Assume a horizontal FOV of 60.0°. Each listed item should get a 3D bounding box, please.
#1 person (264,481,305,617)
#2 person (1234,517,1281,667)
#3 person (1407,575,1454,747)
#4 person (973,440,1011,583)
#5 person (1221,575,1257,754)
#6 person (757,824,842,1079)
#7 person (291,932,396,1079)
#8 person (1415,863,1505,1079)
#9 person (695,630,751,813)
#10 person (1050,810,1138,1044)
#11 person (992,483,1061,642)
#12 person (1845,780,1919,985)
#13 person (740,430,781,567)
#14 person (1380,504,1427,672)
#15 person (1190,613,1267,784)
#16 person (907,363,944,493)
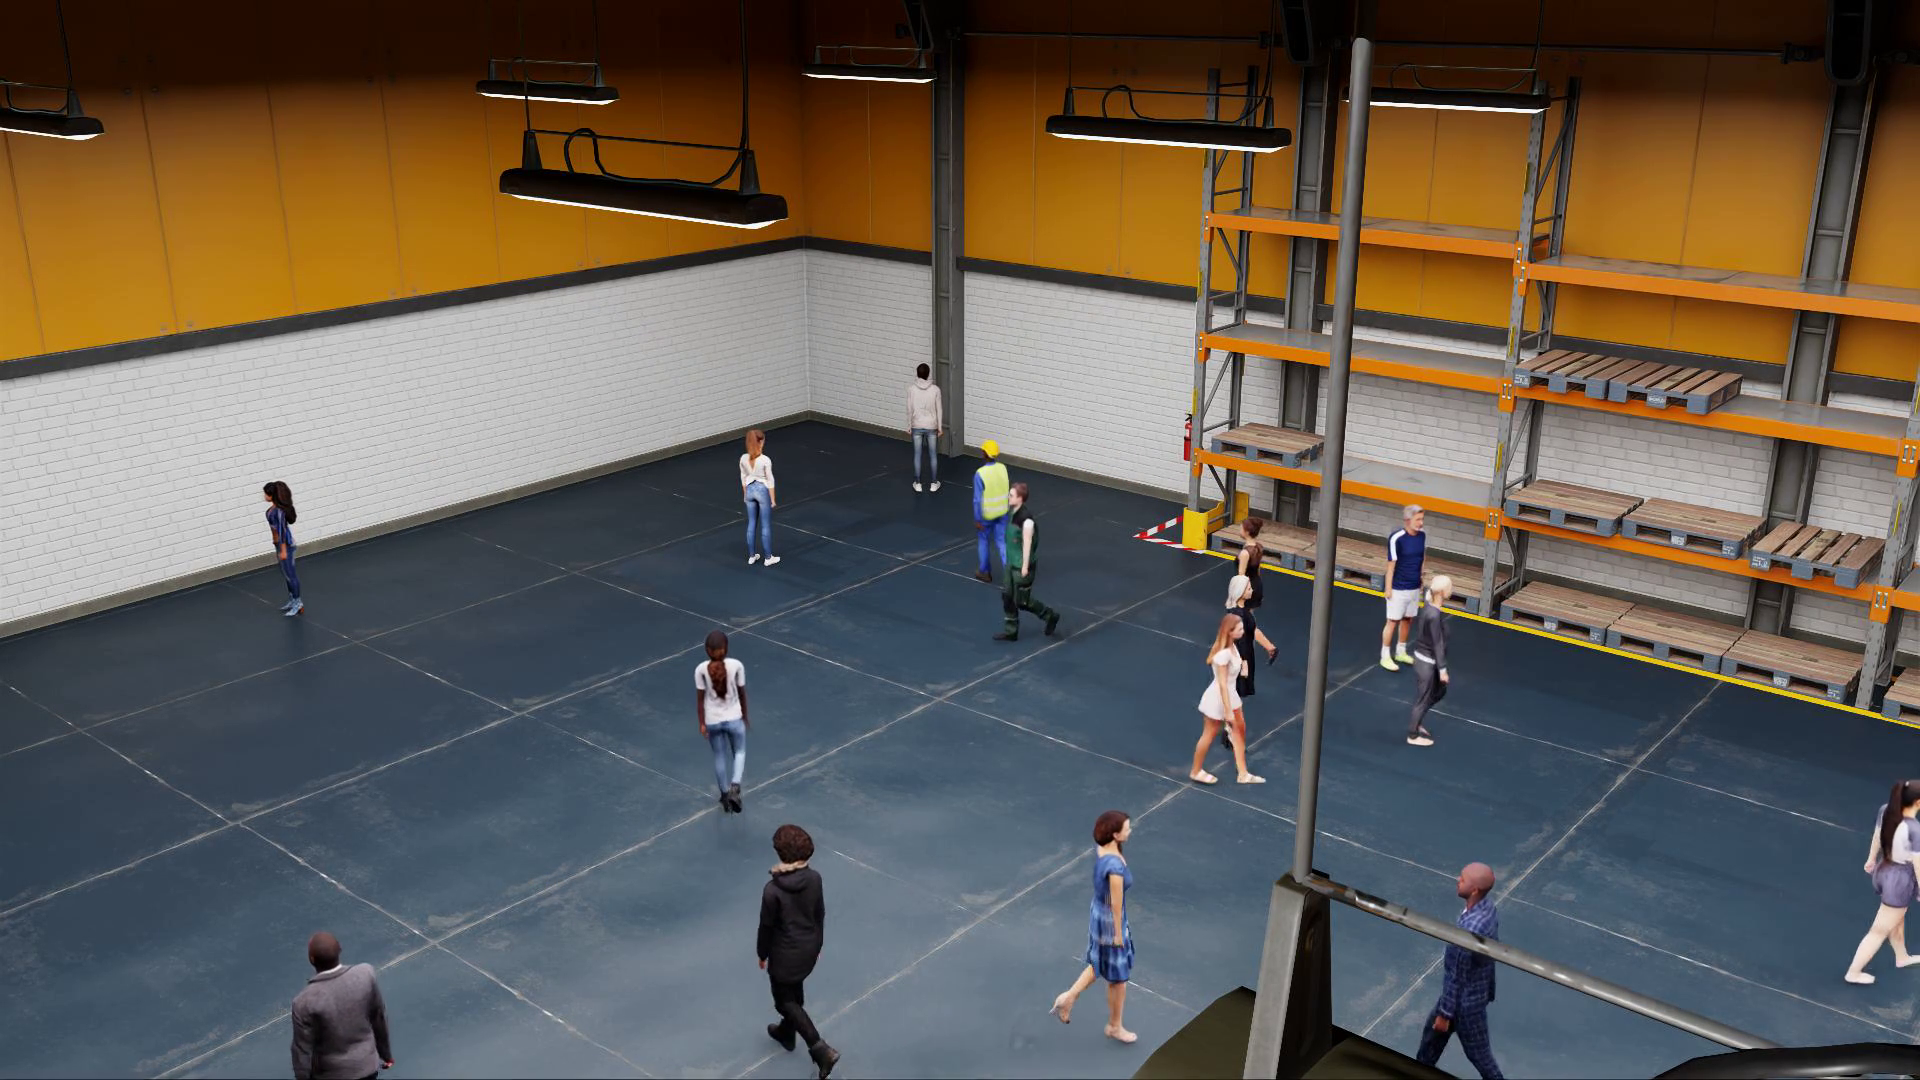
[{"bbox_3d":[-7.775,0.078,19.146,0.738,1.618,0.614,-9,21,-26],"label":"person"},{"bbox_3d":[3.117,0.579,17.593,0.922,1.660,0.595,14,23,35],"label":"person"},{"bbox_3d":[4.377,1.142,15.834,0.733,1.715,0.711,4,19,11],"label":"person"},{"bbox_3d":[0.433,-0.299,19.986,0.903,1.797,1.119,-10,21,-27],"label":"person"},{"bbox_3d":[2.637,1.153,15.751,0.741,1.747,0.697,1,19,2],"label":"person"},{"bbox_3d":[-1.066,2.750,11.007,0.729,1.749,1.135,-15,24,-37],"label":"person"},{"bbox_3d":[-3.567,3.138,9.762,0.802,1.809,0.867,-15,24,-38],"label":"person"},{"bbox_3d":[3.290,2.900,10.524,1.238,1.773,0.911,8,20,22],"label":"person"},{"bbox_3d":[-2.040,1.614,14.431,0.848,1.716,0.918,-3,19,-8],"label":"person"},{"bbox_3d":[0.938,2.644,11.261,0.960,1.788,0.919,-4,19,-12],"label":"person"},{"bbox_3d":[0.742,0.261,18.281,1.016,1.823,1.052,-6,20,-18],"label":"person"},{"bbox_3d":[6.649,2.486,11.988,1.009,1.623,0.934,-1,19,-4],"label":"person"},{"bbox_3d":[-2.523,-0.540,20.800,0.554,1.733,0.722,8,20,23],"label":"person"},{"bbox_3d":[4.705,0.473,17.630,0.709,1.836,0.685,-10,21,-28],"label":"person"},{"bbox_3d":[2.277,1.442,15.027,0.983,1.662,0.745,8,20,23],"label":"person"},{"bbox_3d":[-0.513,-1.618,23.815,0.741,1.852,0.814,-1,19,-2],"label":"person"}]
